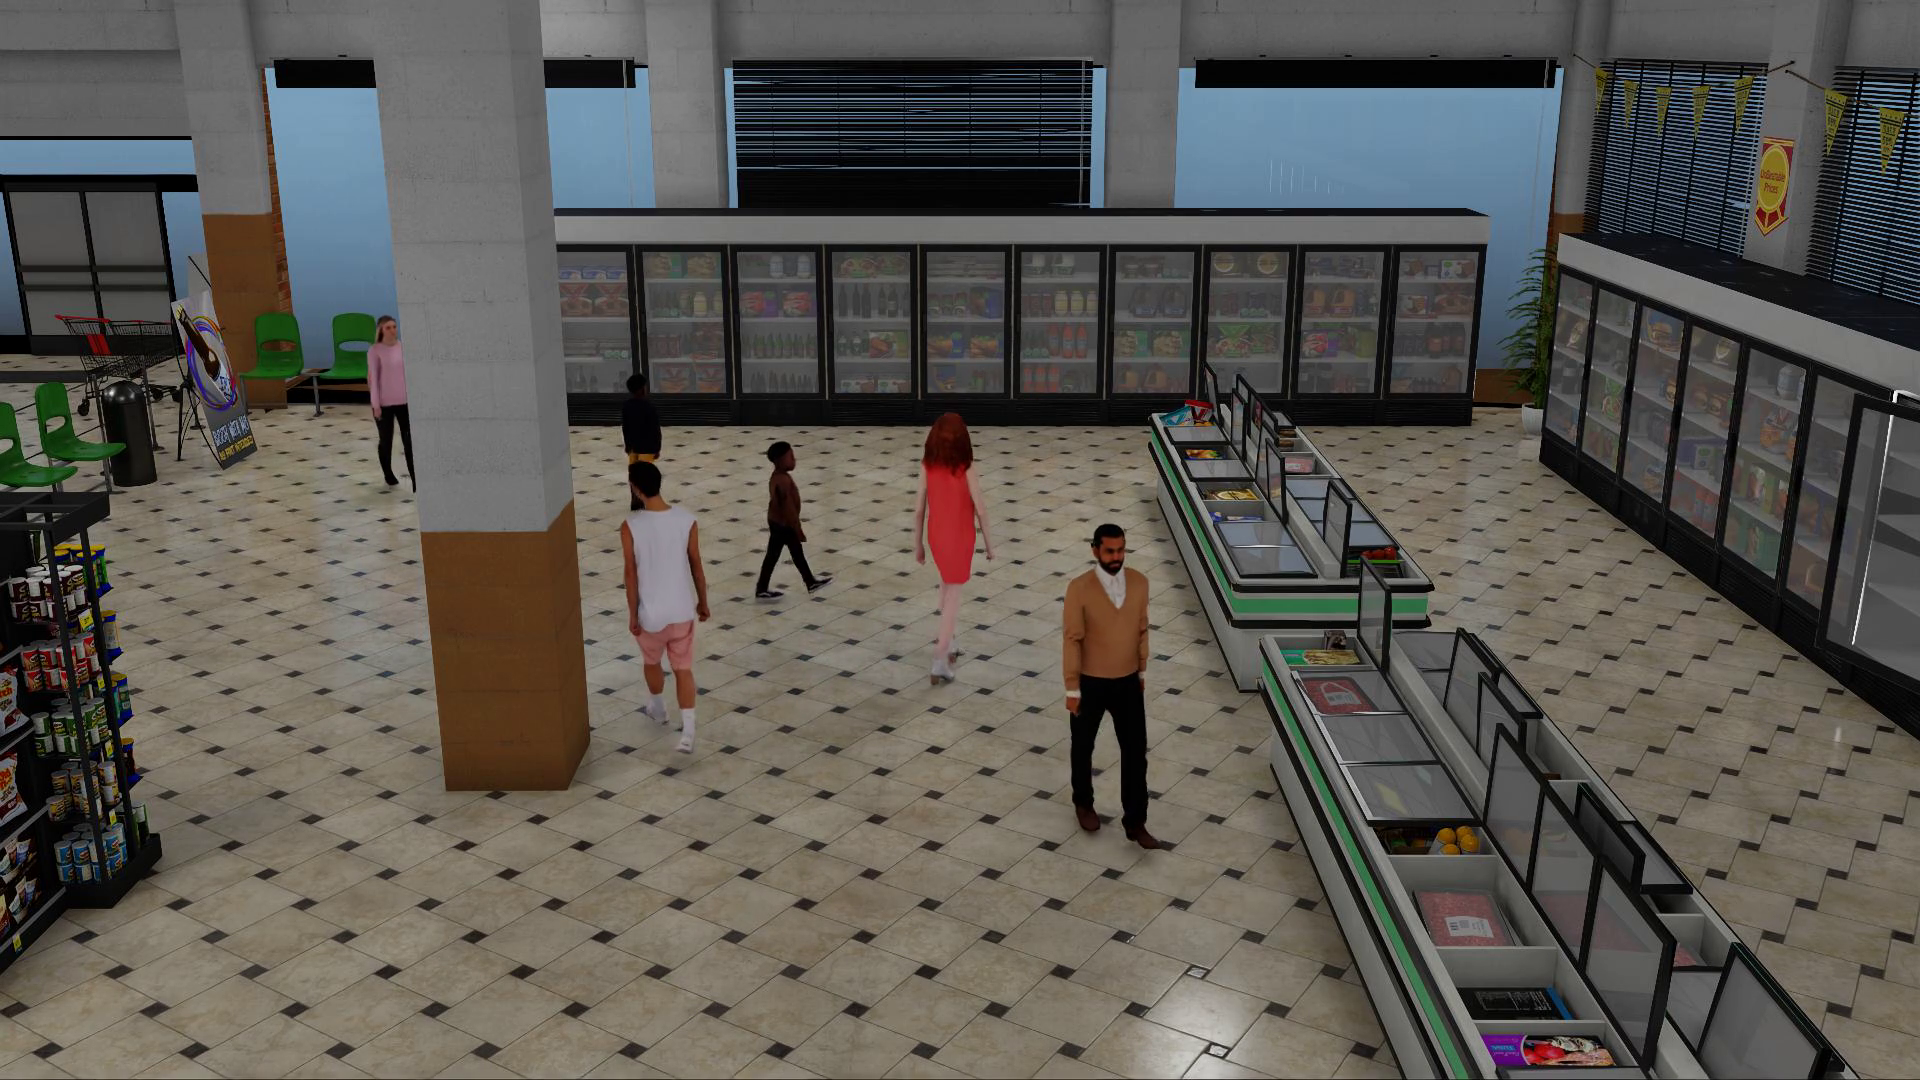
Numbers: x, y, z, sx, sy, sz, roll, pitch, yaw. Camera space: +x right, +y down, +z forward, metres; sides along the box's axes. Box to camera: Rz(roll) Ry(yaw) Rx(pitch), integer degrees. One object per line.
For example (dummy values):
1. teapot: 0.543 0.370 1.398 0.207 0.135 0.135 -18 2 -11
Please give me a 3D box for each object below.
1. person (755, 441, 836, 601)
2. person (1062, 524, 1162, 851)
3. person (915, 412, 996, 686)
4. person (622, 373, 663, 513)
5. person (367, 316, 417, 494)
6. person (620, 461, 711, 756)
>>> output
1. person: -1.412 -0.115 12.564 0.681 1.226 0.818 -3 17 -9
2. person: 0.746 0.734 8.893 0.840 1.733 1.019 -5 18 -17
3. person: -0.103 0.087 10.902 0.820 1.804 0.929 10 20 30
4. person: -2.875 -0.867 14.961 0.608 1.271 0.644 9 19 26
5. person: -5.358 -1.261 15.619 1.038 1.643 1.153 -13 21 -37
6. person: -1.730 0.446 9.832 0.949 1.739 1.269 -6 18 -19
